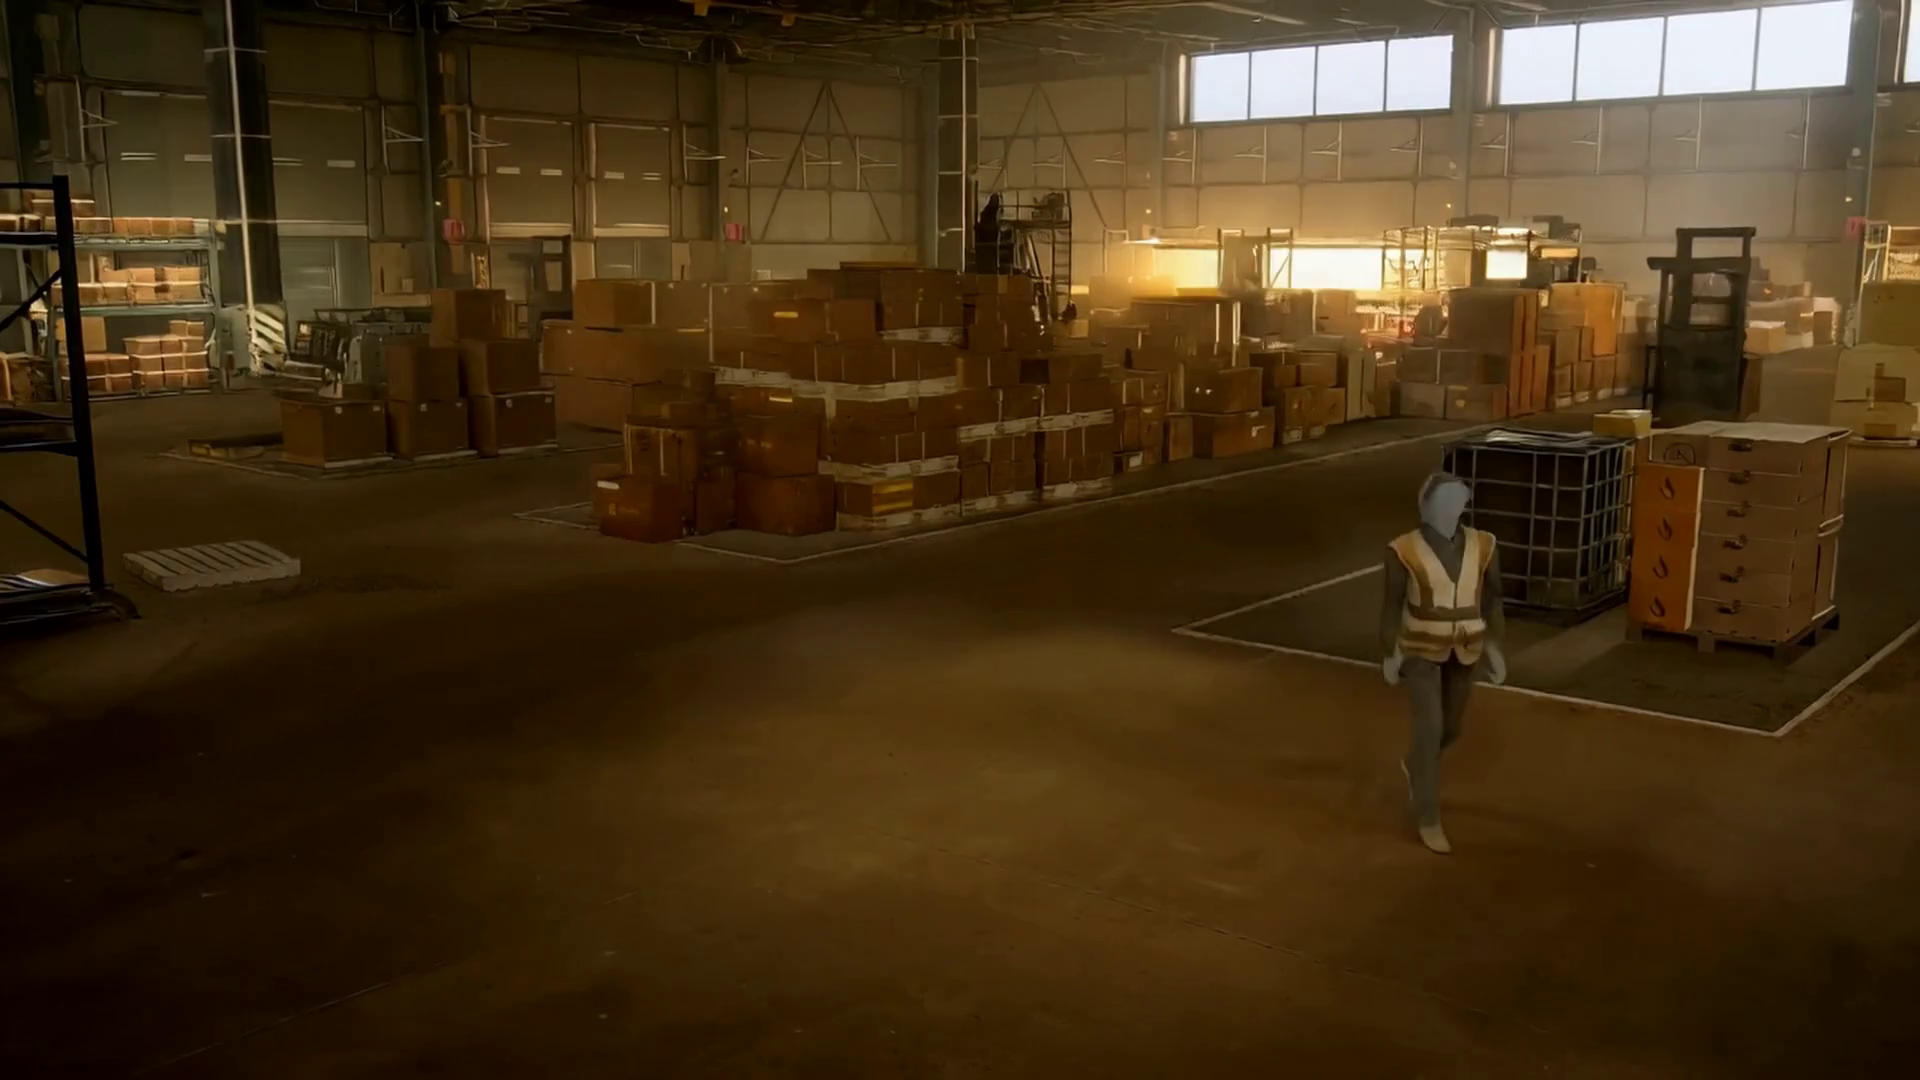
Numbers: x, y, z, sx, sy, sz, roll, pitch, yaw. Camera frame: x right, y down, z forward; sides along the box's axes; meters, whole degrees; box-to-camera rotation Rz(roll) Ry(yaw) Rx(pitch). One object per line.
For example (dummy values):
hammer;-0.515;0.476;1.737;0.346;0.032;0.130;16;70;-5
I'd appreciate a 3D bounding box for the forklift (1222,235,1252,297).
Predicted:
forklift;6.080;-5.330;36.741;1.873;2.768;1.129;7;12;33

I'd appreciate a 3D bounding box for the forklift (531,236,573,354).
forklift;-9.601;-5.790;39.356;1.873;2.768;1.129;8;13;40

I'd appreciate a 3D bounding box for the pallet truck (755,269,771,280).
pallet truck;-4.996;-6.432;45.525;1.885;1.965;0.823;-6;12;-32

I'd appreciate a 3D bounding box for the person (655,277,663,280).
person;-6.503;-4.725;36.015;0.636;1.930;0.371;-4;11;-23

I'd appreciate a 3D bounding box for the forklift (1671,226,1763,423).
forklift;10.060;-2.806;22.367;1.129;2.768;1.873;8;13;39

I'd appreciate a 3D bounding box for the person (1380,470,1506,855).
person;2.070;0.479;7.274;0.519;1.611;0.762;-2;10;-9
